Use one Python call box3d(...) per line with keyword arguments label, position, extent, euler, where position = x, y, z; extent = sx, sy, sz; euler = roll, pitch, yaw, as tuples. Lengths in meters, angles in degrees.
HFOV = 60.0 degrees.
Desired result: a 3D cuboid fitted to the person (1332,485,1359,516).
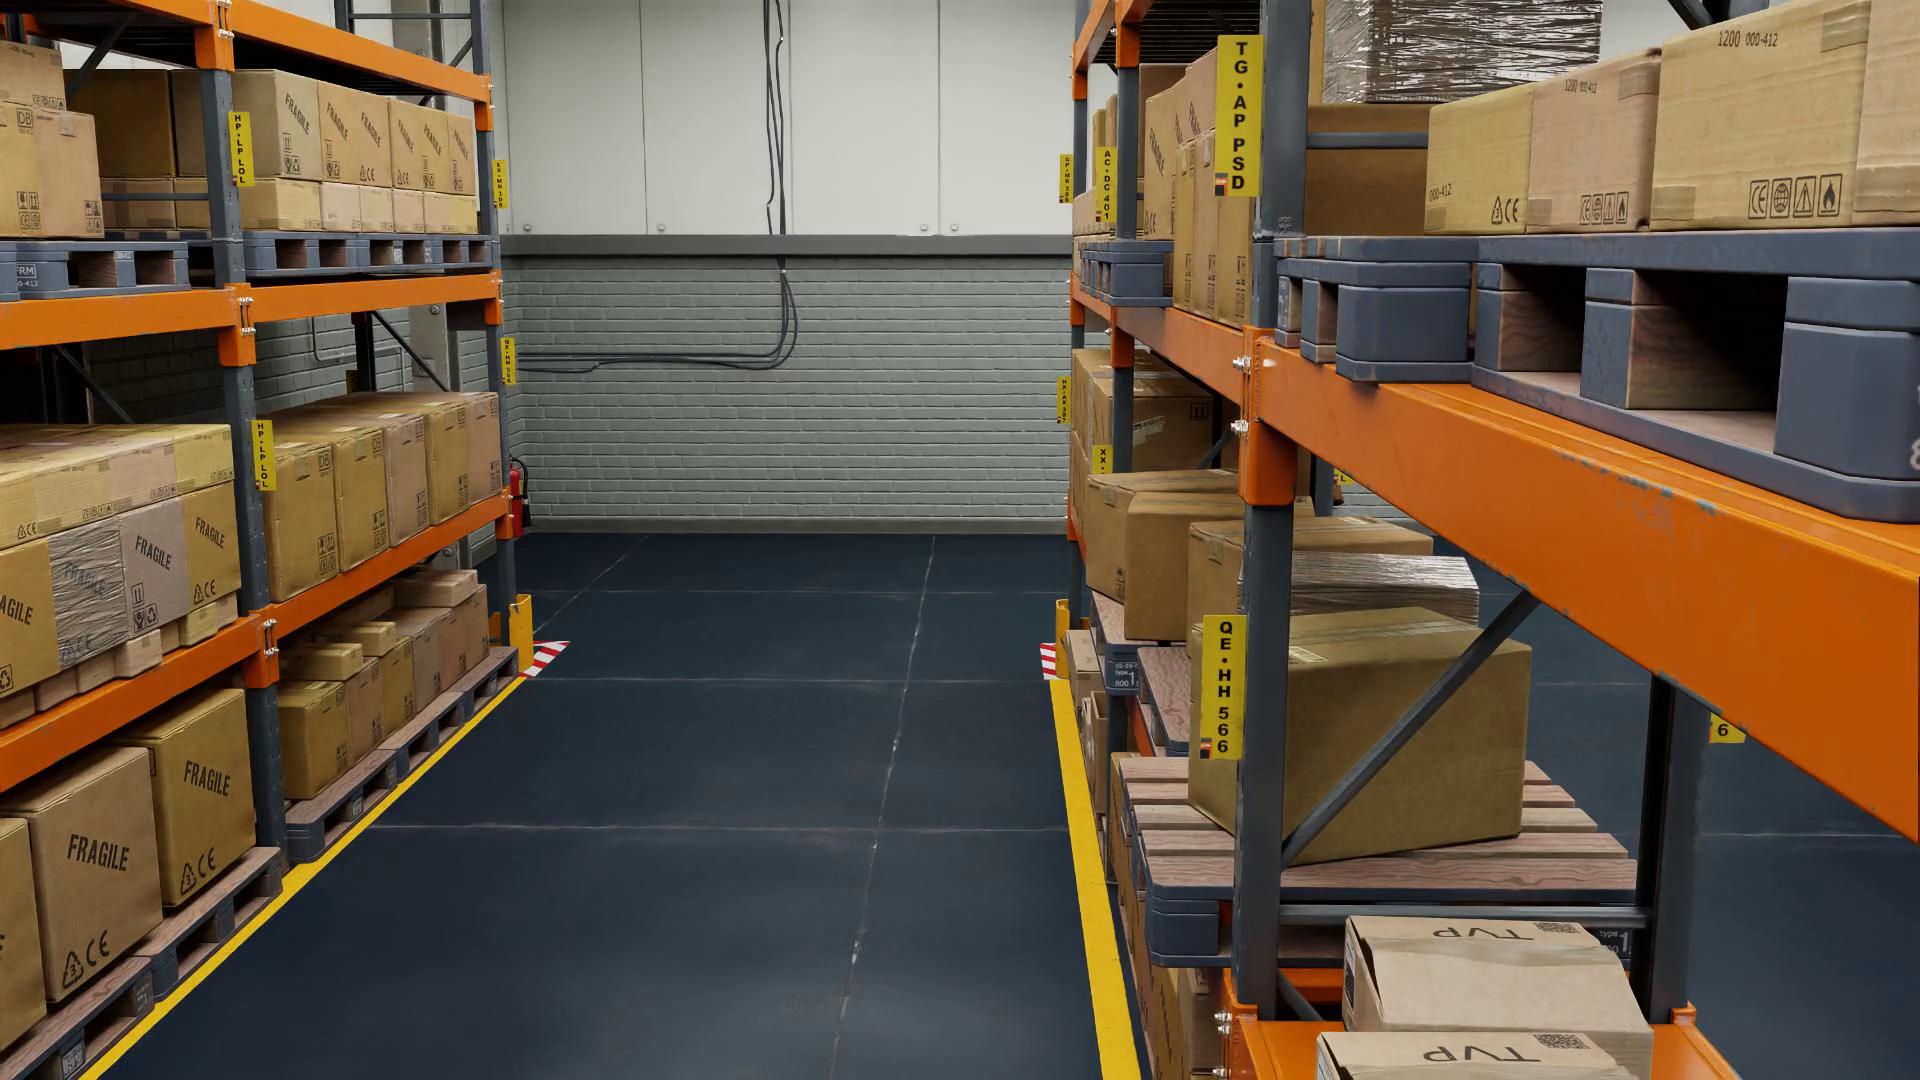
box3d(label="person", position=(2.304, 0.349, 10.600), extent=(0.501, 1.633, 0.285), euler=(0, 10, -2))
